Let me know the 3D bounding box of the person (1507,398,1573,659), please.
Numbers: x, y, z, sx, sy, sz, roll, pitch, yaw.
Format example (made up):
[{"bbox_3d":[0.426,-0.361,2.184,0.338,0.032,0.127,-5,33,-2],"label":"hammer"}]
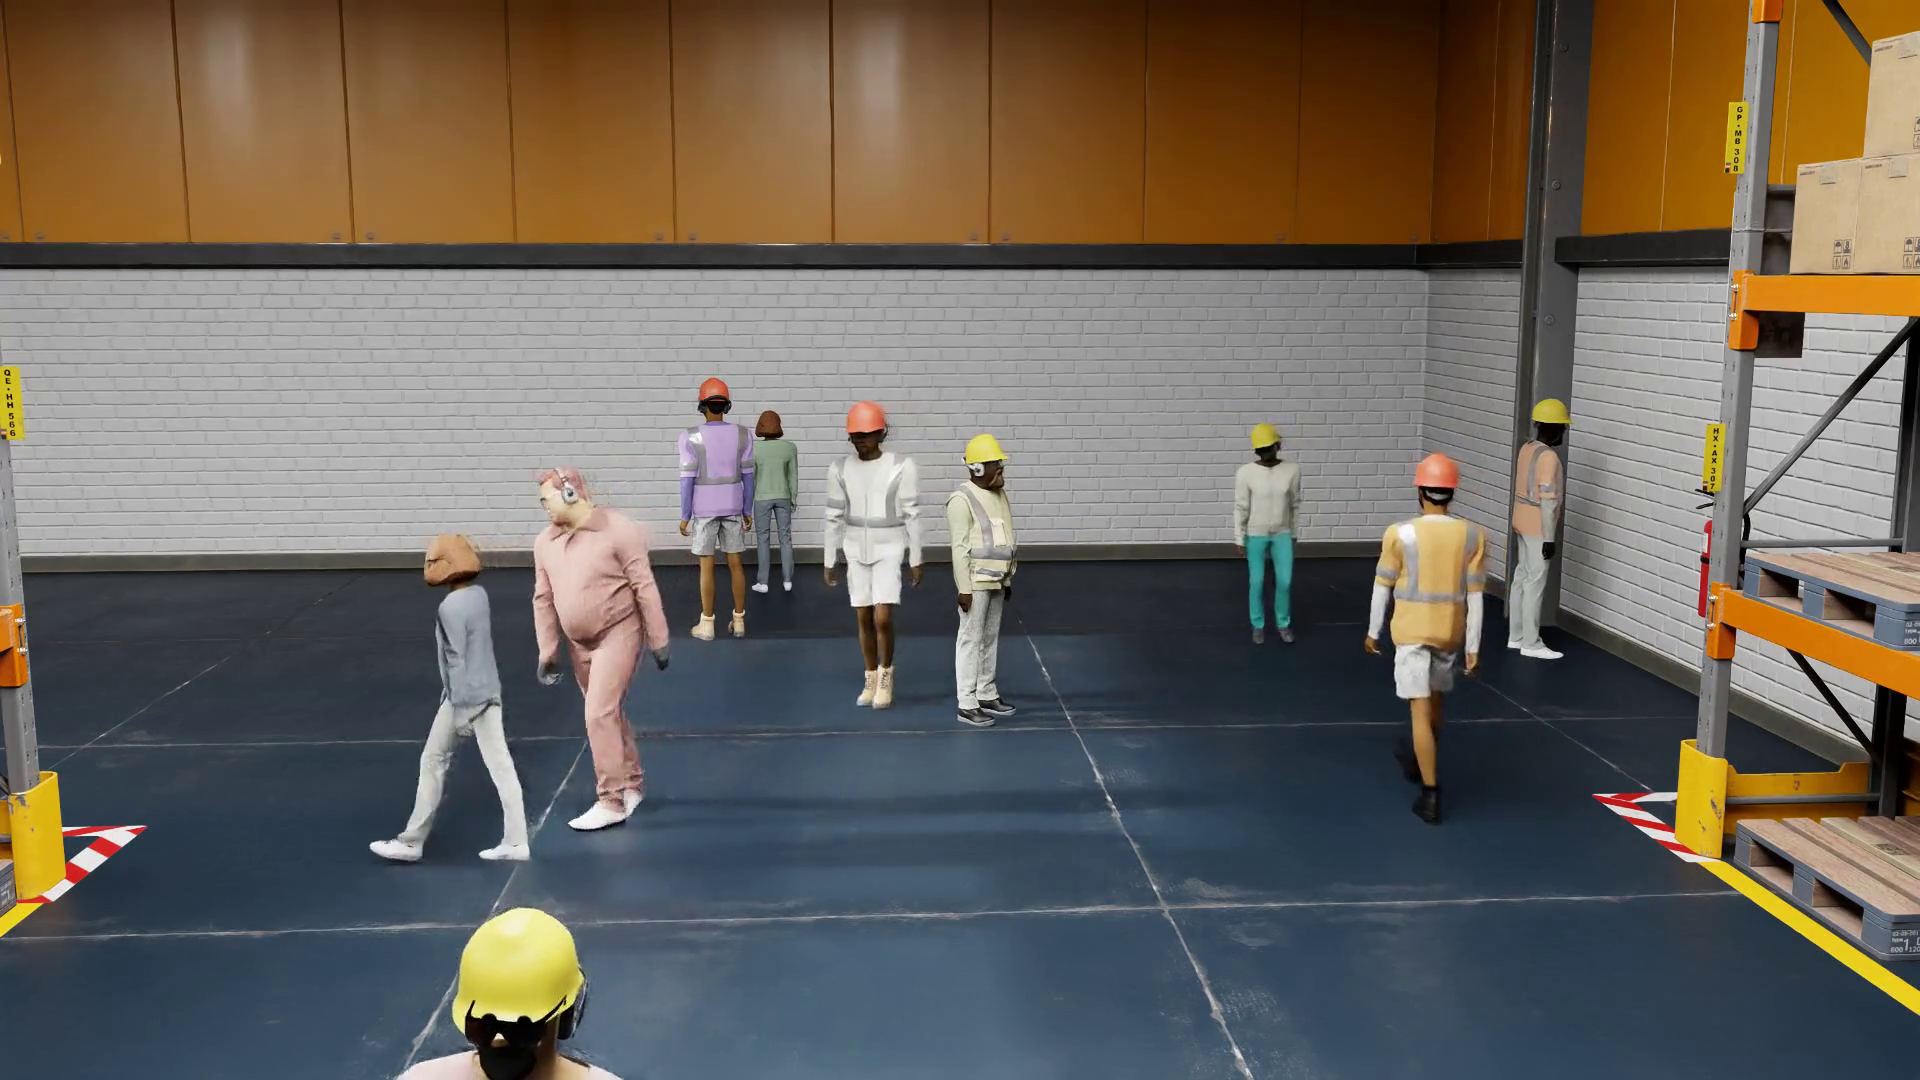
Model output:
[{"bbox_3d":[4.312,-0.090,12.376,0.388,1.927,0.589,0,9,1],"label":"person"}]

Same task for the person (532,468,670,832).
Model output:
[{"bbox_3d":[-1.904,0.559,8.563,0.729,1.856,0.715,6,11,33],"label":"person"}]

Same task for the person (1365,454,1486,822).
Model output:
[{"bbox_3d":[2.480,0.481,8.920,0.548,1.883,0.985,-1,9,-5],"label":"person"}]

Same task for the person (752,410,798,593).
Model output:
[{"bbox_3d":[-1.690,-0.344,14.892,0.500,1.633,0.280,-4,10,-24],"label":"person"}]

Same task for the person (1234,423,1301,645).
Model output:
[{"bbox_3d":[2.330,-0.038,12.667,0.541,1.726,0.523,-1,9,-3],"label":"person"}]

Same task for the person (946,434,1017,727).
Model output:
[{"bbox_3d":[0.157,0.245,10.558,0.403,1.837,0.590,5,10,29],"label":"person"}]

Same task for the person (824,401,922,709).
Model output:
[{"bbox_3d":[-0.592,0.111,10.812,0.651,2.020,0.581,3,9,17],"label":"person"}]

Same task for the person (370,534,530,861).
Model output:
[{"bbox_3d":[-2.463,0.772,7.997,0.818,1.595,0.505,1,9,7],"label":"person"}]

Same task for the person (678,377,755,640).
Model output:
[{"bbox_3d":[-1.901,-0.241,12.962,0.611,2.043,0.374,-5,10,-29],"label":"person"}]

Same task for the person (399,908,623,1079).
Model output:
[{"bbox_3d":[-0.765,1.476,3.074,0.527,1.749,0.569,2,9,11],"label":"person"}]
